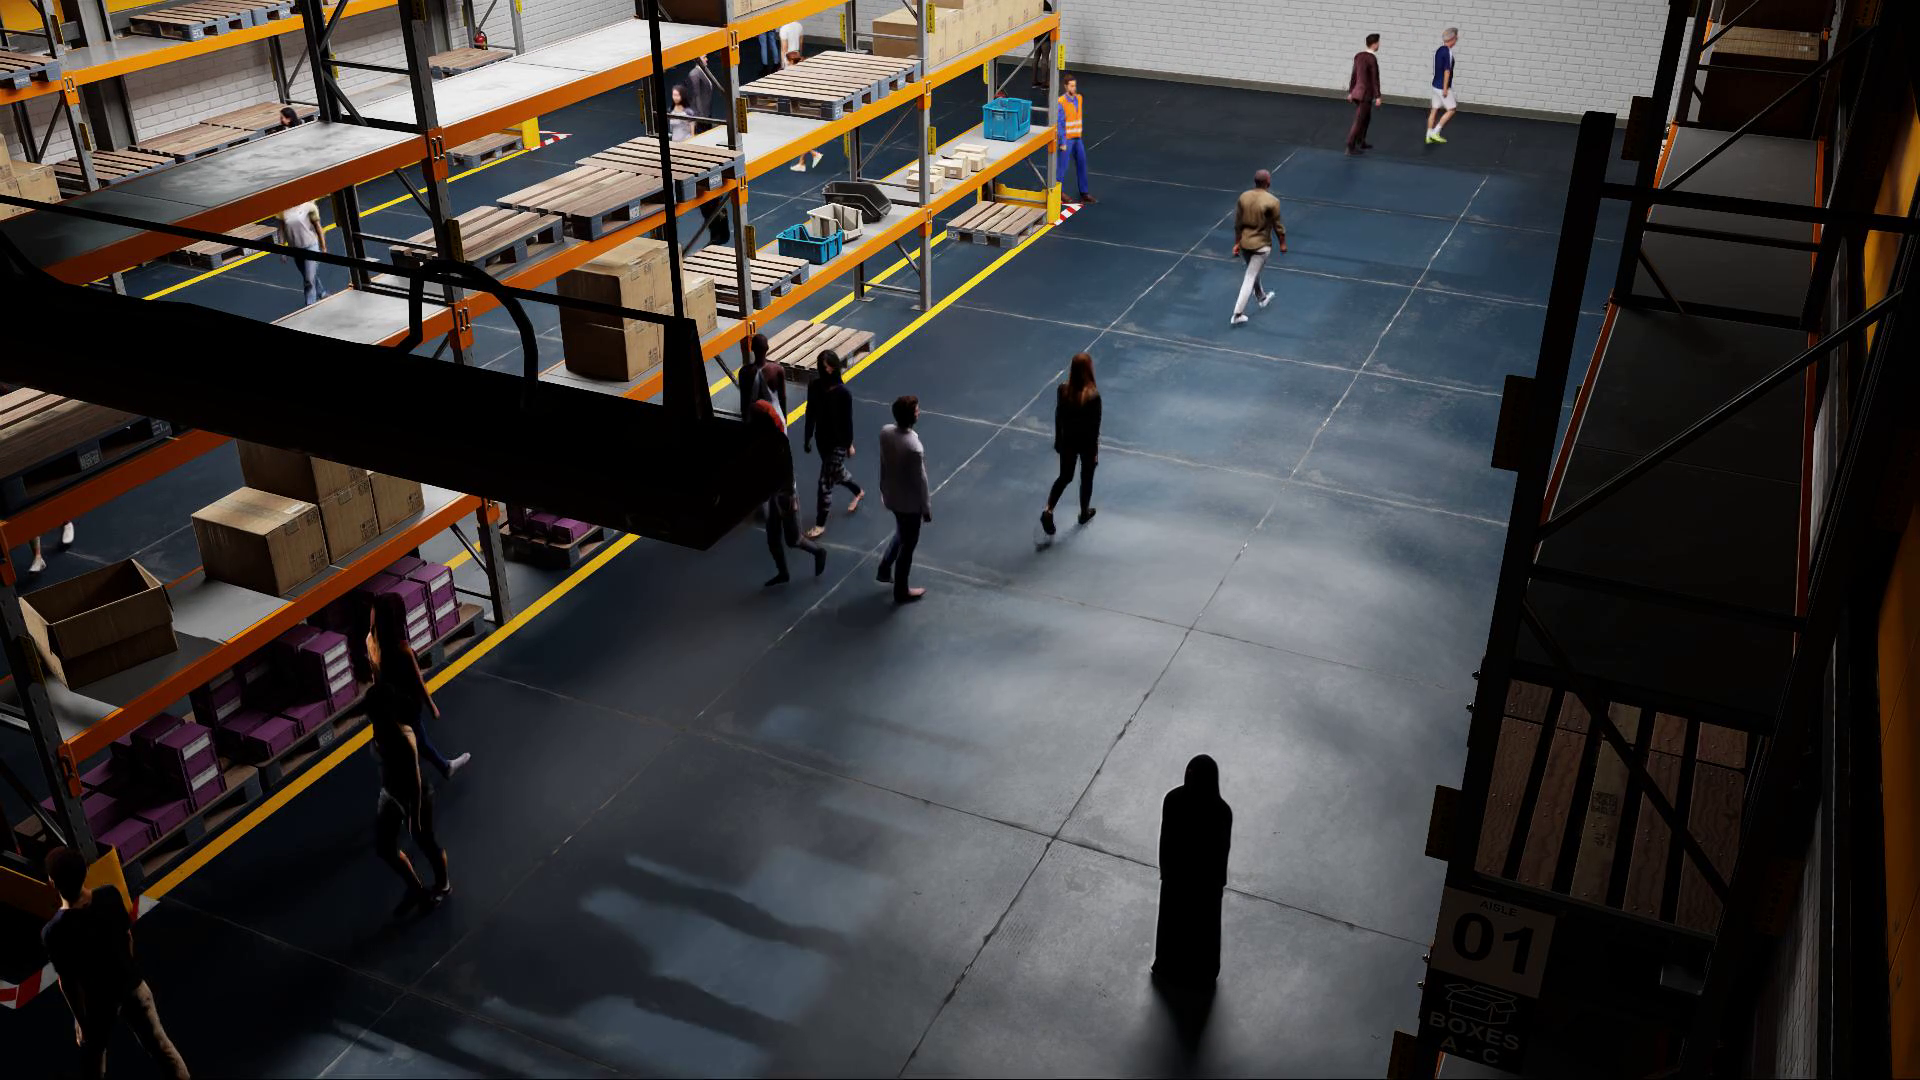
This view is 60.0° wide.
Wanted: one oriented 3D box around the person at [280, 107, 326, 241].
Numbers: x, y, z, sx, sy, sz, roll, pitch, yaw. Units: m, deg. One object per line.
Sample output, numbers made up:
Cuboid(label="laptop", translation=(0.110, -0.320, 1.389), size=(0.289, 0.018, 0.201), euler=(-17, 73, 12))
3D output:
Cuboid(label="person", translation=(-8.786, -4.880, 22.171), size=(0.823, 1.769, 0.783), euler=(-14, 32, -24))

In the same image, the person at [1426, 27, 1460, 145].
Cuboid(label="person", translation=(7.555, -7.174, 26.314), size=(0.834, 1.829, 0.736), euler=(-3, 29, -6))

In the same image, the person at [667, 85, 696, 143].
Cuboid(label="person", translation=(-3.884, -5.618, 23.634), size=(0.662, 1.665, 1.130), euler=(10, 30, 18))

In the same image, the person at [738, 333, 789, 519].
Cuboid(label="person", translation=(-1.776, -1.034, 15.105), size=(0.633, 1.785, 0.653), euler=(-5, 29, -10))

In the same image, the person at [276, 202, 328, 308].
Cuboid(label="person", translation=(-7.707, -3.419, 19.598), size=(1.007, 1.669, 1.233), euler=(-2, 29, -3))

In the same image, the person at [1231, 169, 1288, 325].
Cuboid(label="person", translation=(3.395, -3.371, 19.402), size=(1.274, 1.772, 0.996), euler=(-25, 37, -38))

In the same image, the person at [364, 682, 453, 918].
Cuboid(label="person", translation=(-3.361, 1.581, 10.384), size=(0.658, 1.714, 0.704), euler=(20, 35, 32))

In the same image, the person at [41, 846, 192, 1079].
Cuboid(label="person", translation=(-4.389, 2.428, 8.735), size=(0.733, 1.806, 1.082), euler=(14, 31, 23))

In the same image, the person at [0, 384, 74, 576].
Cuboid(label="person", translation=(-8.043, -0.616, 14.467), size=(1.042, 1.662, 1.187), euler=(-6, 29, -11))

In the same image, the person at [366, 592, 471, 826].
Cuboid(label="person", translation=(-3.814, 1.176, 11.172), size=(0.744, 1.671, 1.143), euler=(20, 34, 32))

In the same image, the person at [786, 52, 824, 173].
Cuboid(label="person", translation=(-2.318, -6.404, 24.968), size=(0.759, 1.766, 0.776), euler=(5, 29, 10))

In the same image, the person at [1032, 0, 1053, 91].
Cuboid(label="person", translation=(1.462, -8.962, 29.623), size=(0.707, 1.800, 0.735), euler=(-23, 36, -35))

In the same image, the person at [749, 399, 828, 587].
Cuboid(label="person", translation=(-1.460, -0.385, 13.966), size=(0.783, 1.736, 0.938), euler=(25, 38, 38))

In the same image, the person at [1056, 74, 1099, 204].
Cuboid(label="person", translation=(1.475, -5.681, 23.571), size=(0.971, 1.835, 1.005), euler=(25, 37, 38))

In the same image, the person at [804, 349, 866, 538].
Cuboid(label="person", translation=(-1.110, -0.922, 14.992), size=(0.752, 1.696, 1.129), euler=(19, 34, 31))

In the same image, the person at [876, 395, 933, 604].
Cuboid(label="person", translation=(-0.538, -0.311, 13.723), size=(0.837, 1.839, 0.802), euler=(-16, 33, -27))

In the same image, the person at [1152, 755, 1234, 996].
Cuboid(label="person", translation=(1.393, 1.944, 9.822), size=(0.617, 1.616, 0.627), euler=(16, 32, 27))

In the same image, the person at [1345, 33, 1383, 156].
Cuboid(label="person", translation=(6.181, -6.880, 25.757), size=(0.981, 1.846, 0.925), euler=(-8, 30, -14))

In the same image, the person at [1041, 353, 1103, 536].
Cuboid(label="person", translation=(1.001, -0.828, 14.821), size=(0.708, 1.694, 1.053), euler=(18, 33, 30))

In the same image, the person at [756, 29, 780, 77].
Cuboid(label="person", translation=(-3.547, -9.385, 30.501), size=(0.615, 1.701, 0.717), euler=(-20, 35, -32))

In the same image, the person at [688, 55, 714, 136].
Cuboid(label="person", translation=(-3.863, -6.466, 25.003), size=(0.854, 1.841, 0.700), euler=(1, 29, 1))
